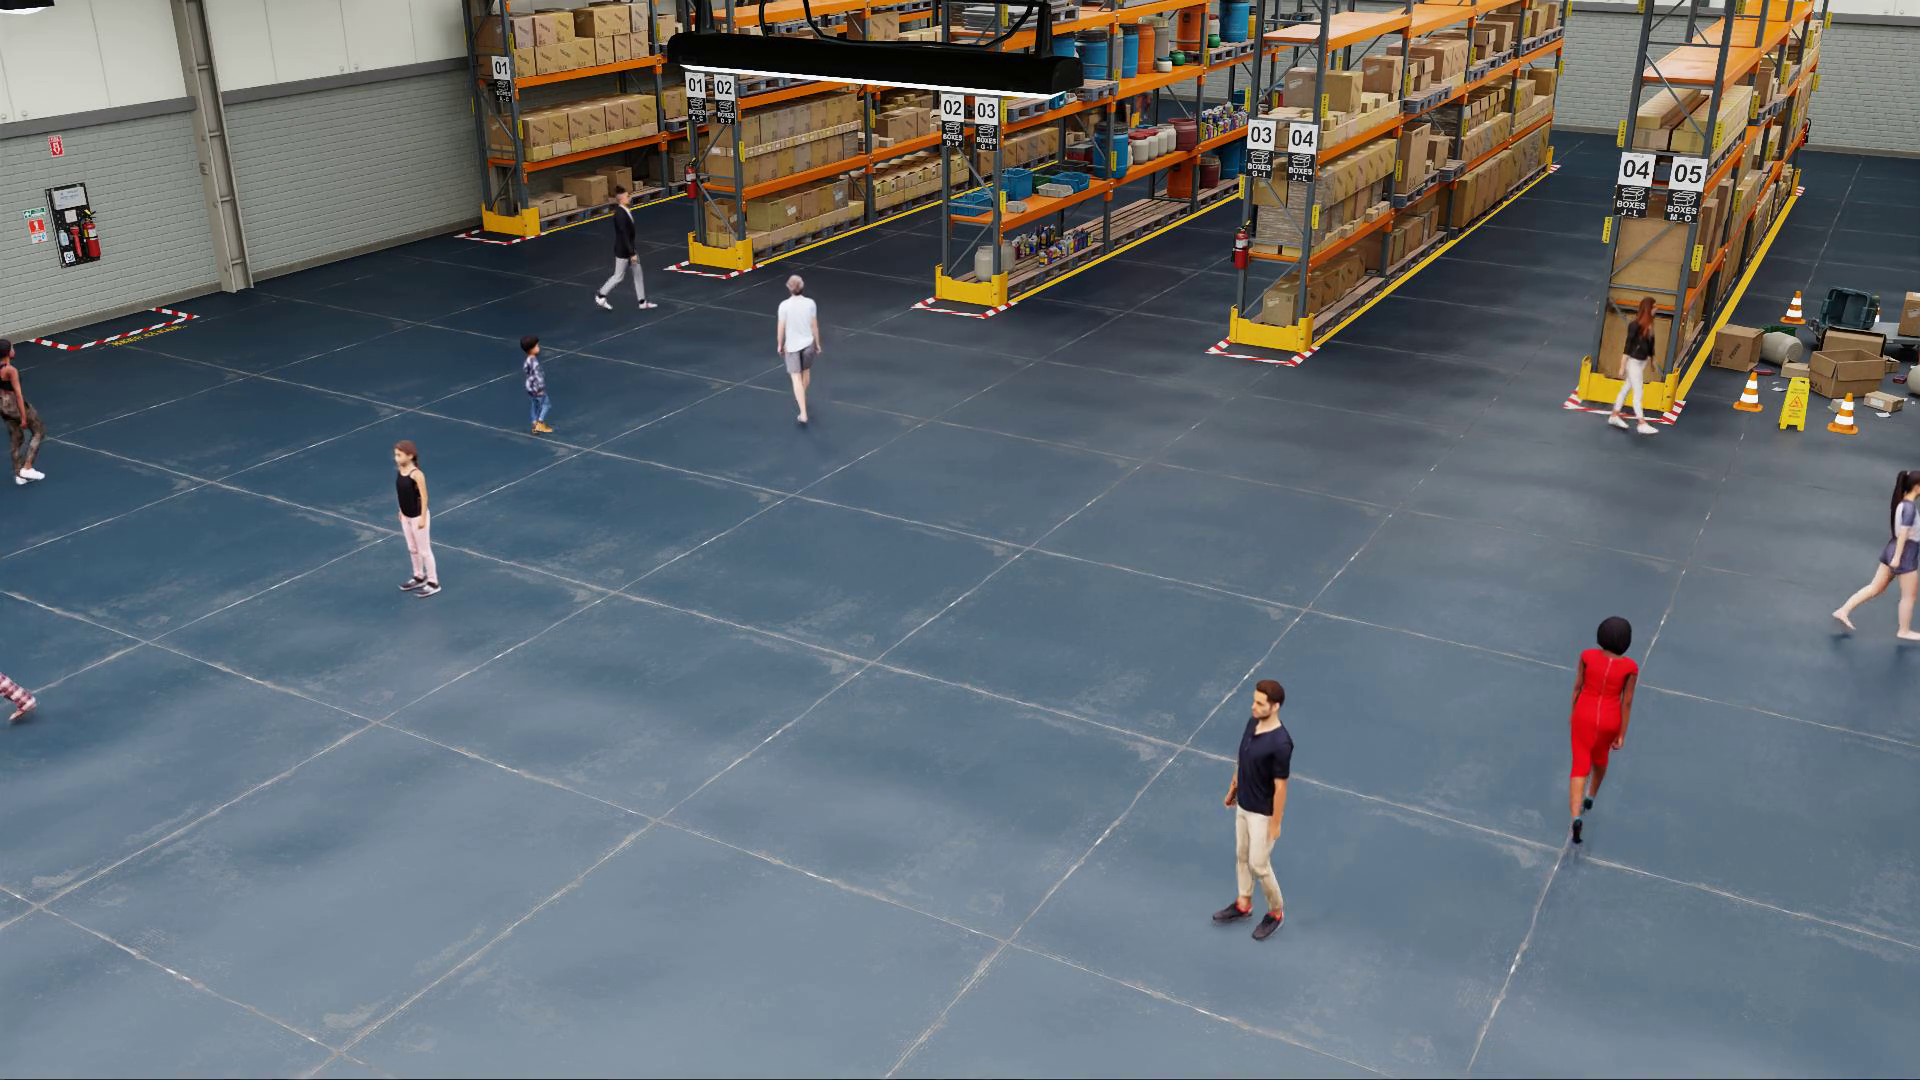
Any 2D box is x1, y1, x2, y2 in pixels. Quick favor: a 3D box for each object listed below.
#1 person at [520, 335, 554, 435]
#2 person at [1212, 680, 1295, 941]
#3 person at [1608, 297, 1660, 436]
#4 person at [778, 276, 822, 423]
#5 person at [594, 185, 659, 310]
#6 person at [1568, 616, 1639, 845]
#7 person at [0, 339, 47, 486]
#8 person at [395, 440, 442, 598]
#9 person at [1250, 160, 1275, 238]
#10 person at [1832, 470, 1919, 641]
[{"bbox_3d":[-5.235,-1.888,20.340,0.616,1.246,0.585,-13,26,-27],"label":"person"},{"bbox_3d":[2.019,1.752,11.007,0.847,1.853,0.798,-8,24,-18],"label":"person"},{"bbox_3d":[8.238,-2.174,20.459,0.983,1.680,0.894,-18,29,-36],"label":"person"},{"bbox_3d":[-1.994,-2.341,20.725,1.191,1.778,1.199,-8,24,-18],"label":"person"},{"bbox_3d":[-5.234,-4.452,25.510,1.091,1.920,1.238,2,23,4],"label":"person"},{"bbox_3d":[4.585,1.394,12.035,0.661,1.706,1.111,9,25,20],"label":"person"},{"bbox_3d":[-10.681,-1.408,18.653,0.594,1.683,0.609,11,25,24],"label":"person"},{"bbox_3d":[-5.253,-0.225,16.024,0.562,1.565,0.544,18,29,35],"label":"person"},{"bbox_3d":[5.593,-6.333,30.374,0.705,1.574,1.100,11,25,24],"label":"person"},{"bbox_3d":[8.422,0.142,15.095,0.824,1.616,1.003,6,24,14],"label":"person"}]
